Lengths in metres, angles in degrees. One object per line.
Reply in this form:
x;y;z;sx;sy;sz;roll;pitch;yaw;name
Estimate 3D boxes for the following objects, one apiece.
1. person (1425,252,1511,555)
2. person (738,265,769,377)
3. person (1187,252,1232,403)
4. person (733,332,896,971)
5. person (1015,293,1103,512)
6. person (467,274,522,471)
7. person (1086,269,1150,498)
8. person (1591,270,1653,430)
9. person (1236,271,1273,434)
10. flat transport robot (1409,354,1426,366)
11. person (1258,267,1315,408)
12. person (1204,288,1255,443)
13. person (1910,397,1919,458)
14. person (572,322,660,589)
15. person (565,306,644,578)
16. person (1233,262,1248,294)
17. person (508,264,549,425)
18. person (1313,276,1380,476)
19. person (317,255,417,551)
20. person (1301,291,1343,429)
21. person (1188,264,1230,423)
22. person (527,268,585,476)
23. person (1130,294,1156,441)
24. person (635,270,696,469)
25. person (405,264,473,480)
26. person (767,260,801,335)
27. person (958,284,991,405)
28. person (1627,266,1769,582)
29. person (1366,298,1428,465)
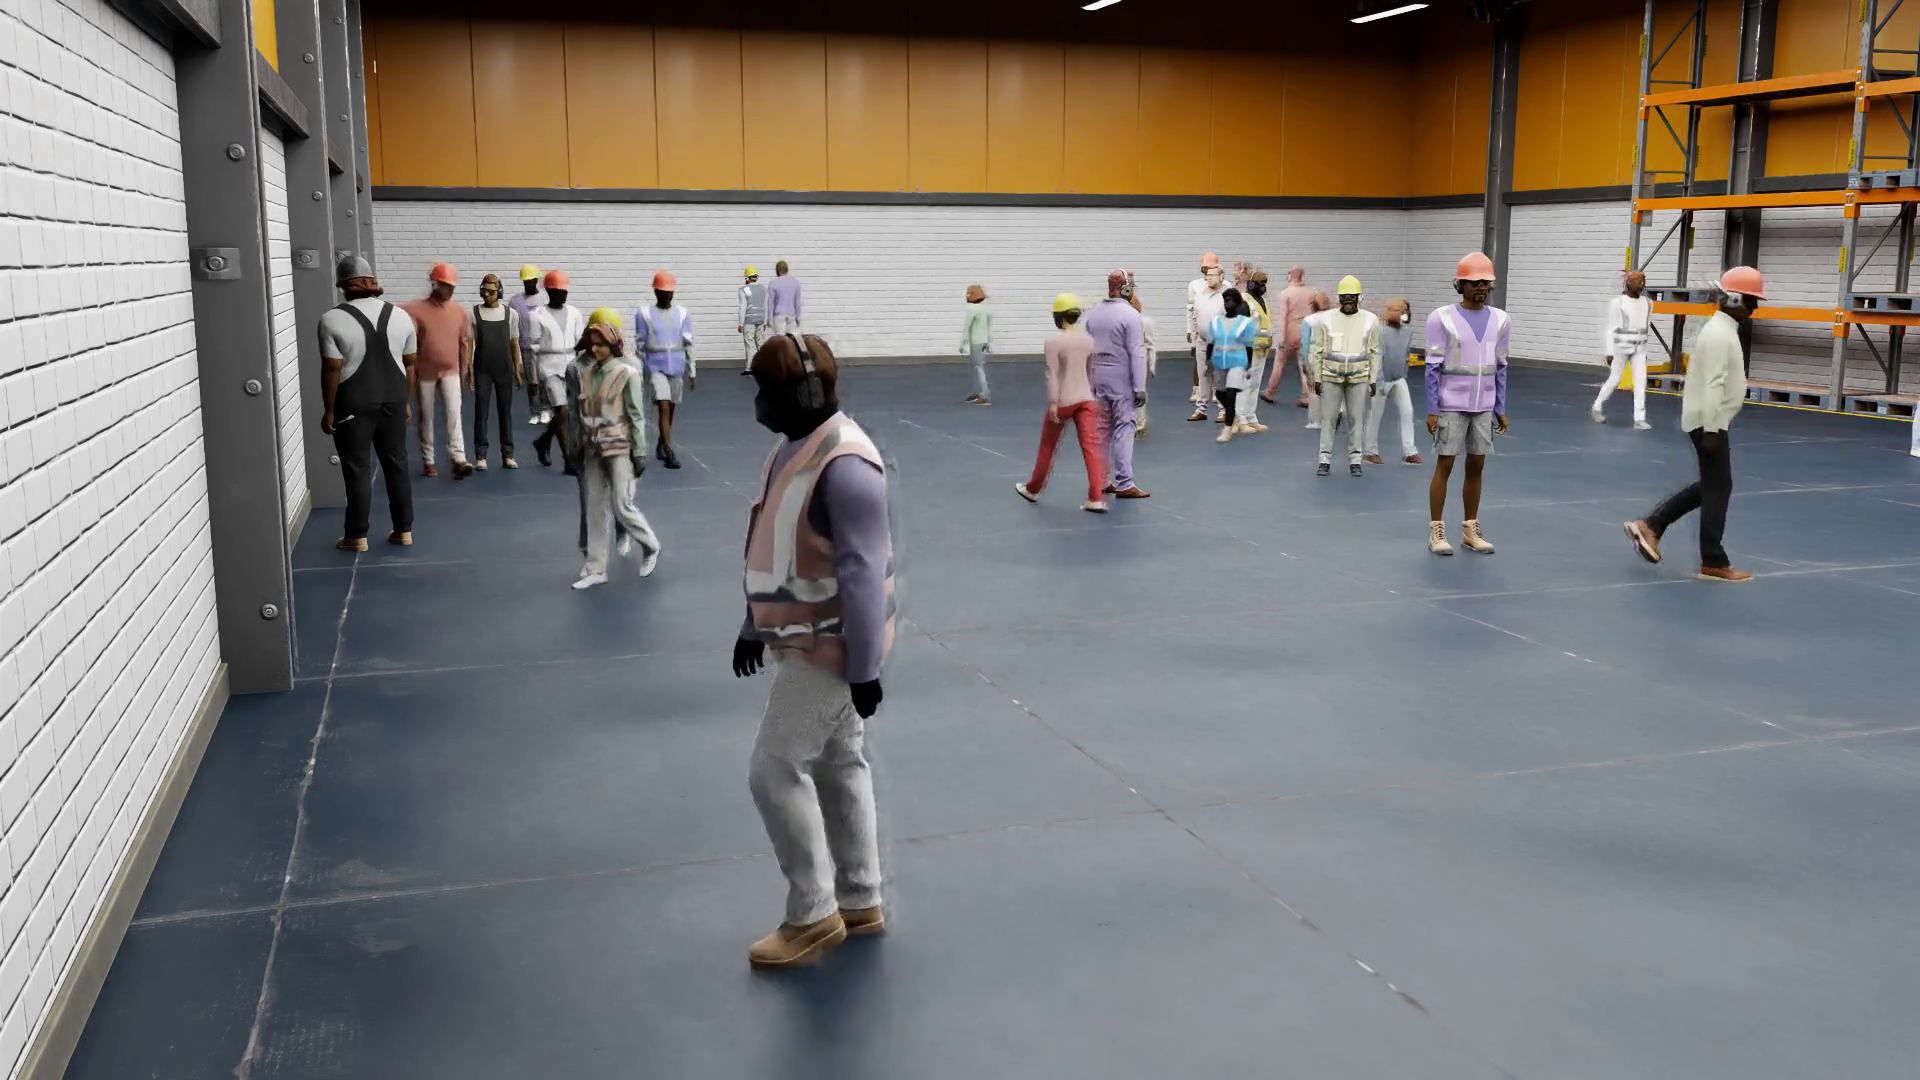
3.442;-0.914;11.269;0.608;2.044;0.370;-2;10;-13;person
-3.442;-3.621;27.547;0.404;1.833;0.590;9;13;42;person
3.389;-2.885;22.680;0.607;2.044;0.379;2;10;14;person
-0.471;0.315;4.802;0.588;1.818;0.617;-2;10;-14;person
0.834;-1.097;13.270;0.531;1.714;0.930;-6;12;-33;person
-4.392;-1.576;15.684;0.507;1.842;0.351;-4;11;-23;person
1.340;-1.302;13.911;0.409;1.907;0.651;-7;12;-34;person
7.823;-2.248;19.566;0.586;1.855;0.920;-2;10;-13;person
3.338;-2.135;18.929;0.429;1.839;0.634;7;12;35;person
7.750;-3.301;30.212;0.652;0.197;1.431;-5;11;-27;flat transport robot
4.414;-2.697;22.143;0.647;1.849;1.016;-4;11;-21;person
2.966;-1.921;18.165;0.534;1.673;0.769;6;12;32;person
9.767;-1.688;16.551;0.533;1.767;0.326;-6;12;-32;person
-2.140;-0.519;10.189;0.522;1.630;0.545;7;12;34;person
-2.279;-0.650;10.704;0.500;1.714;0.676;-2;10;-9;person
4.526;-3.560;26.988;0.481;1.892;0.657;0;10;2;person
-5.064;-2.309;19.727;0.607;1.905;0.514;0;10;-1;person
3.535;-1.496;15.246;0.588;1.834;0.403;2;10;11;person
-4.122;-0.951;11.489;0.536;2.000;0.676;10;14;44;person
4.177;-2.035;19.033;0.524;1.615;0.683;-2;10;-11;person
3.059;-2.370;20.089;0.638;1.911;0.402;8;12;38;person
-3.775;-1.568;15.465;0.892;1.906;0.551;10;14;44;person
1.852;-1.875;18.076;0.512;1.605;0.498;6;11;30;person
-2.858;-1.663;16.087;0.546;1.886;1.012;-5;11;-26;person
-4.672;-1.491;14.921;0.643;1.920;1.050;-6;11;-30;person
-3.039;-3.853;28.665;0.643;1.924;0.753;-8;13;-38;person
0.174;-2.637;22.479;0.574;1.613;0.516;5;11;26;person
4.652;-0.732;10.478;0.716;1.966;0.670;5;11;28;person
4.163;-1.492;15.868;0.514;1.605;0.738;-5;11;-25;person
